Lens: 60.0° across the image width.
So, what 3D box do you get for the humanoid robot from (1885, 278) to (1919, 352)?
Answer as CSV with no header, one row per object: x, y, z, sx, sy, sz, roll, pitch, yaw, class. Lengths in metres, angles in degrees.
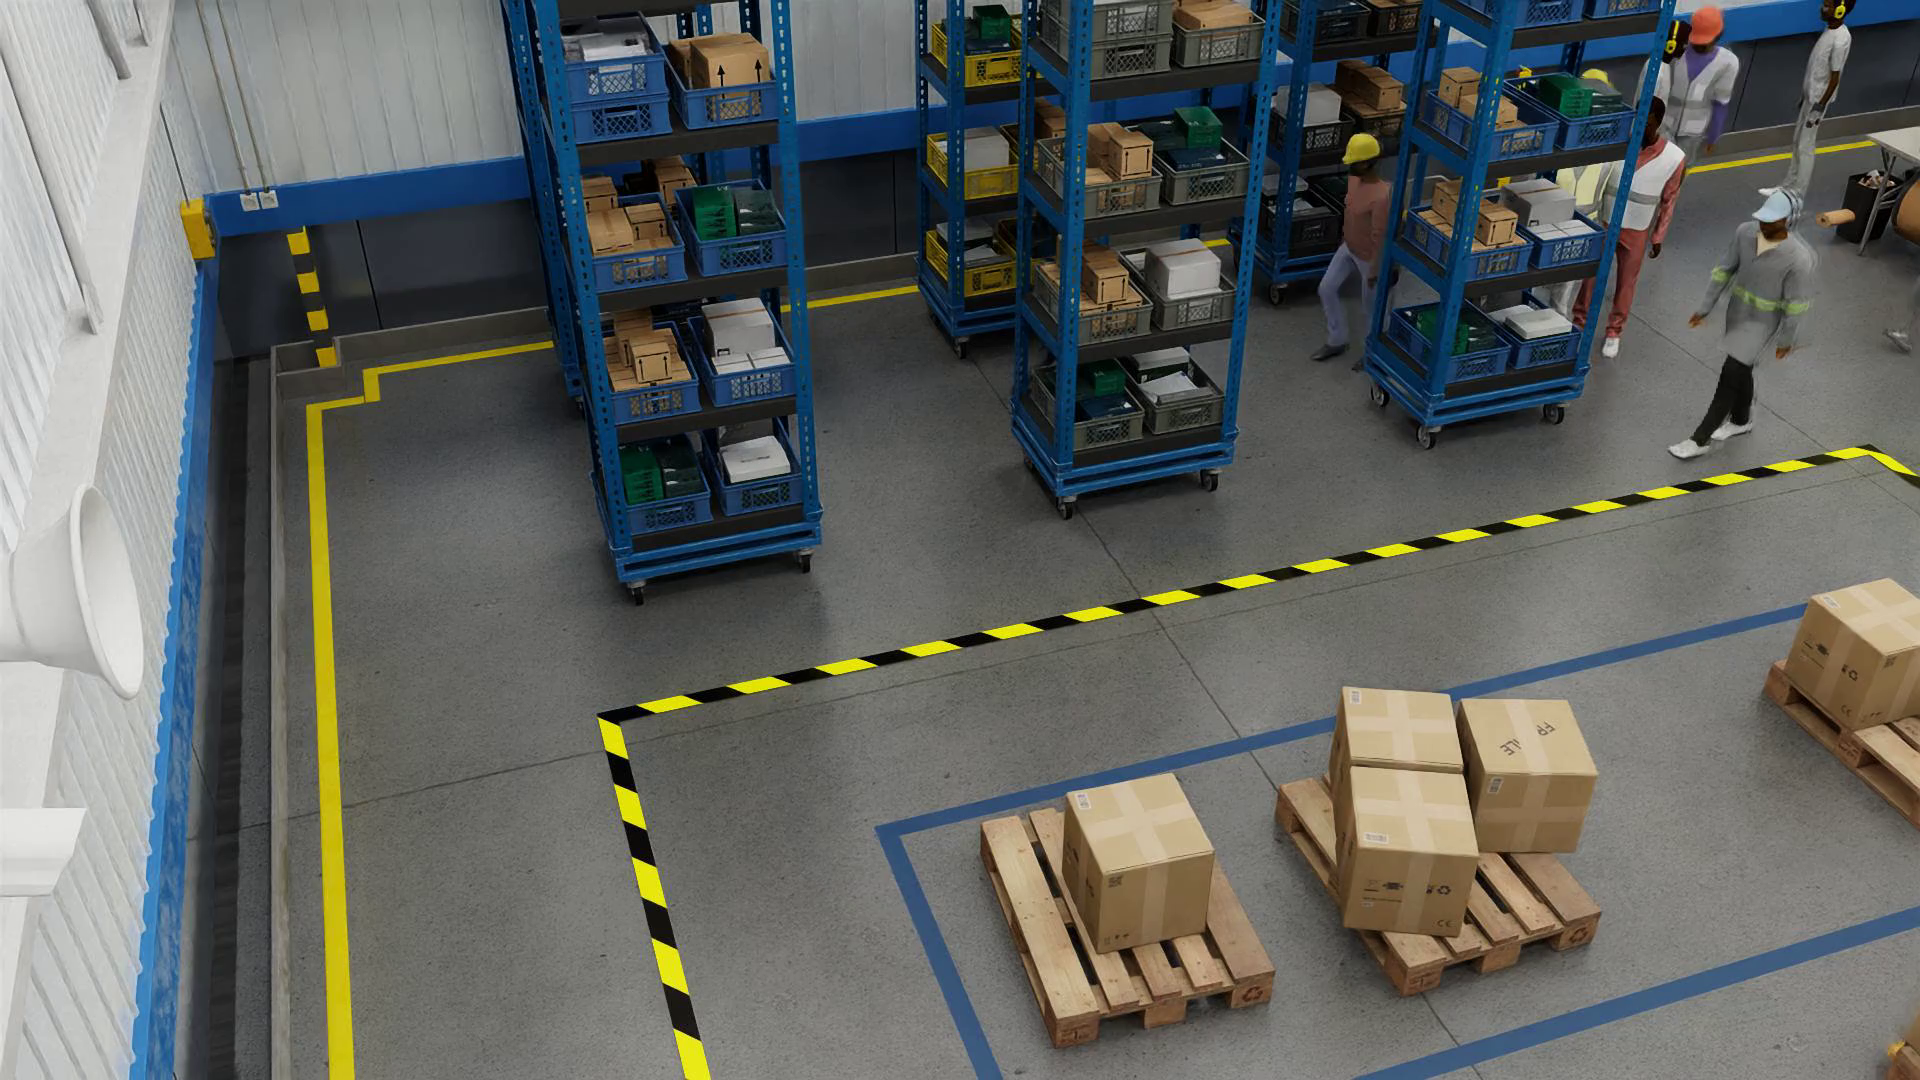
7.107,-2.033,11.713,1.009,1.786,0.530,13,37,18,humanoid robot

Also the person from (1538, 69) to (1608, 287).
4.646,-2.765,12.711,0.403,1.732,0.530,8,36,11,person

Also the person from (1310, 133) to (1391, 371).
2.772,-1.989,11.603,0.616,1.729,0.635,-11,37,-15,person

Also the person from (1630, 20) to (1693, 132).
5.450,-3.195,13.211,0.344,1.864,0.519,14,37,19,person

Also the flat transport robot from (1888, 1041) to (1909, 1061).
4.480,2.448,6.560,0.652,0.197,1.431,-11,37,-15,flat transport robot

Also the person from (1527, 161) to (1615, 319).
4.283,-2.224,11.843,0.619,1.845,0.430,6,36,8,person

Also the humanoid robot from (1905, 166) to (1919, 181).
8.540,-3.729,14.129,0.597,1.626,0.589,-21,40,-27,humanoid robot

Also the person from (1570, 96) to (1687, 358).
4.702,-2.227,11.782,0.591,1.917,0.376,21,40,27,person

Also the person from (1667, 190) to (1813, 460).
4.974,-1.382,10.669,0.874,1.816,0.602,-11,37,-15,person

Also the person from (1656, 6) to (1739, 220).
5.776,-3.374,13.370,0.685,1.970,1.035,15,38,20,person

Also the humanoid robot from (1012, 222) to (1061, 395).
0.667,-1.698,11.270,0.638,1.629,0.616,-8,36,-12,humanoid robot

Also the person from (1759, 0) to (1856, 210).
7.102,-3.661,13.857,0.328,1.871,0.509,8,36,12,person
